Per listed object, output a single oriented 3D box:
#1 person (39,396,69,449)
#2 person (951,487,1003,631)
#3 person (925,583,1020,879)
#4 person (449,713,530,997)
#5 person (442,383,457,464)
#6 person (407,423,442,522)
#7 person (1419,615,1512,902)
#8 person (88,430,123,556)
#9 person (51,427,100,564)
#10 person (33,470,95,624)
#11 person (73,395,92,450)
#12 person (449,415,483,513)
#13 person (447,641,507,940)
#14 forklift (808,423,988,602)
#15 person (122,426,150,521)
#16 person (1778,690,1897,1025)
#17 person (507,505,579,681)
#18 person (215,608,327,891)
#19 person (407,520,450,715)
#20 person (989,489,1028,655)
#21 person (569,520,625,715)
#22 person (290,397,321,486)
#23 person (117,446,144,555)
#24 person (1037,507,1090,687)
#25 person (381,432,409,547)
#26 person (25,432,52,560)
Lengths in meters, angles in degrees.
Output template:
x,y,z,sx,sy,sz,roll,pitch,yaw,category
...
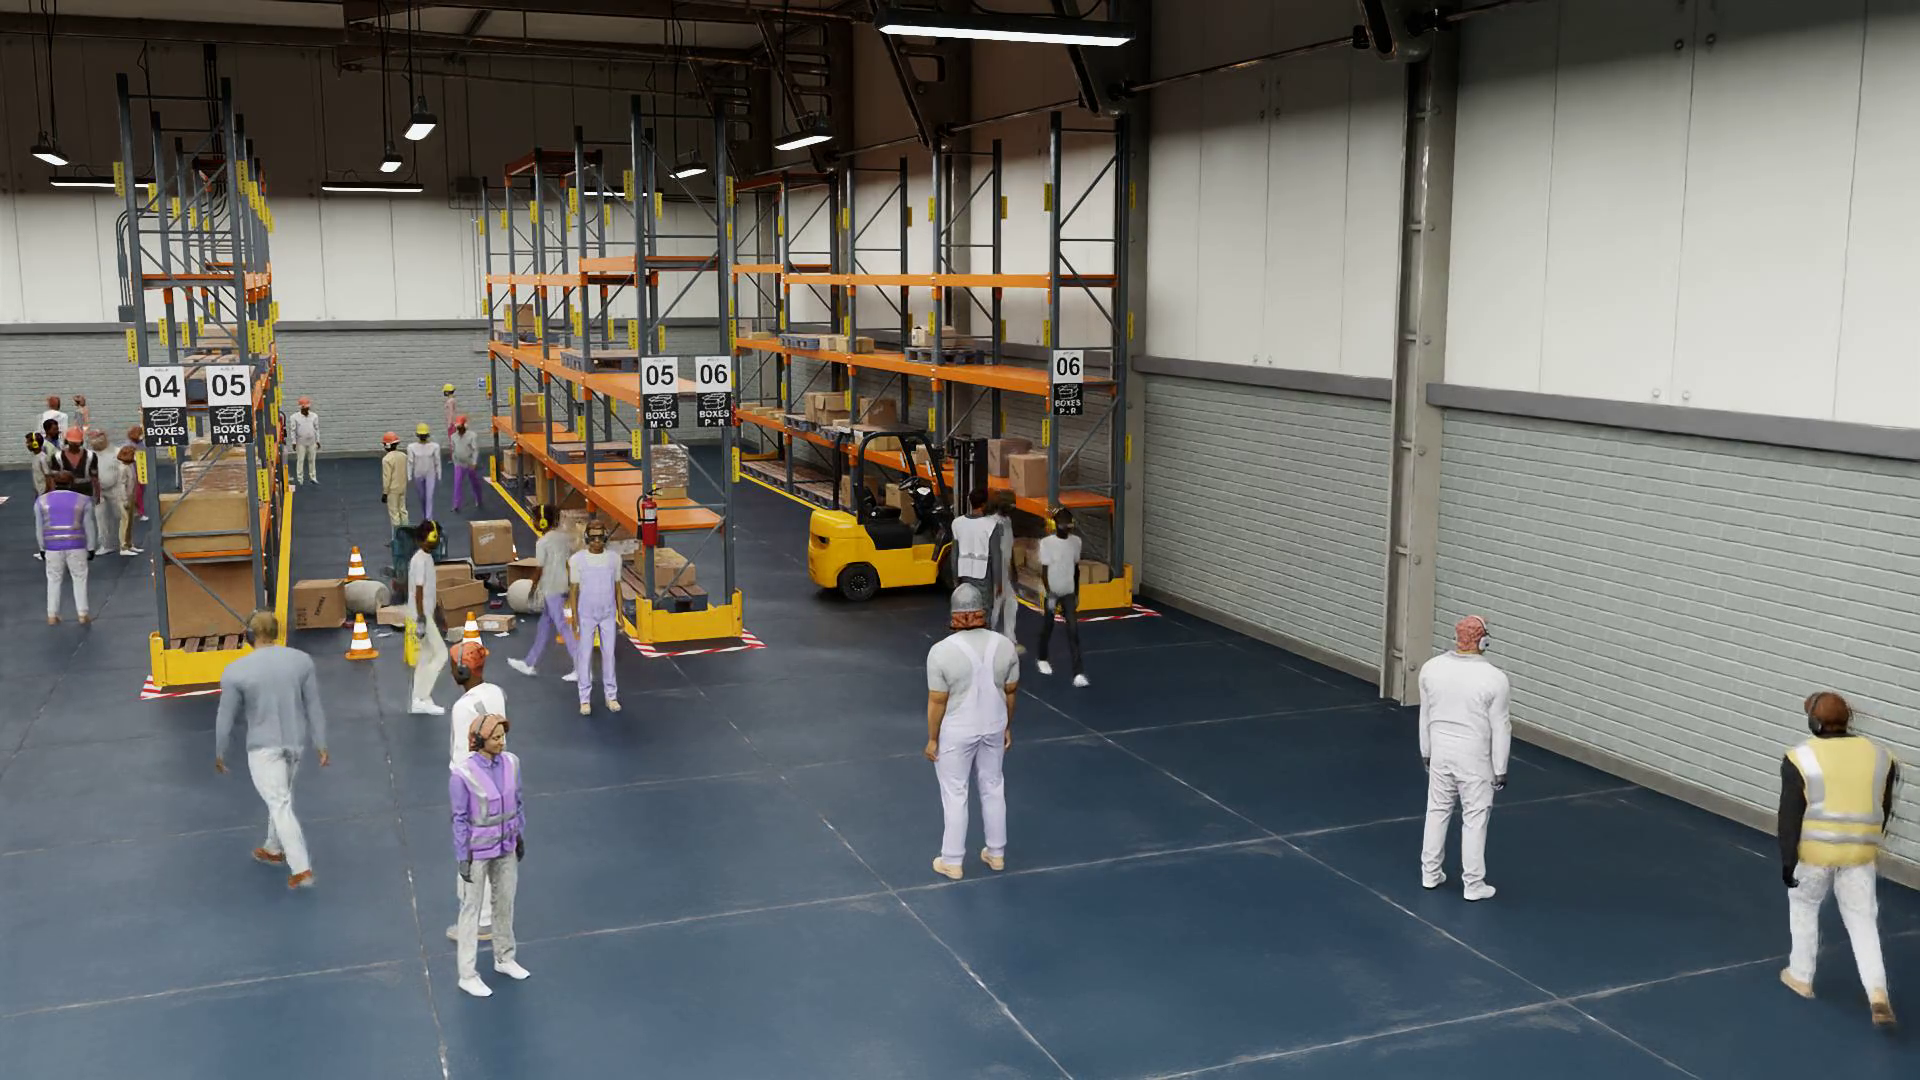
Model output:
x,y,z,sx,sy,sz,roll,pitch,yaw,category
-17.360,-1.822,31.775,0.558,1.843,0.938,3,9,16,person
0.181,0.396,17.537,0.596,1.918,0.380,6,11,32,person
0.038,1.295,11.494,0.688,2.000,0.536,-5,10,-27,person
-2.723,1.798,9.628,0.313,1.632,0.521,6,11,32,person
-11.222,-2.562,36.637,0.311,1.768,0.532,-2,9,-10,person
-8.798,-1.066,27.365,0.528,1.738,0.890,-1,9,-9,person
3.359,1.437,11.052,0.397,1.900,0.649,-9,12,-43,person
-12.742,-0.738,24.889,0.650,1.851,0.939,-1,9,-7,person
-12.845,-0.682,24.183,0.617,1.982,1.139,-4,10,-23,person
-10.627,0.085,19.787,0.623,1.832,0.431,-3,10,-20,person
-18.368,-2.211,34.820,0.310,1.642,0.514,-2,9,-10,person
-8.689,-1.358,29.246,0.567,1.713,0.887,2,9,11,person
-3.008,1.551,10.405,0.358,1.878,0.588,1,9,7,person
-0.830,-0.399,21.676,2.313,2.155,1.214,-4,10,-21,forklift
-13.994,-1.149,28.265,0.760,1.606,0.497,6,11,32,person
4.908,1.772,9.274,0.636,1.803,0.782,1,9,6,person
-4.221,0.543,16.910,0.964,1.819,0.511,2,9,11,person
-4.645,1.407,11.313,1.031,1.889,0.648,7,12,39,person
-5.028,0.732,15.696,0.445,1.835,0.556,-3,10,-18,person
0.528,0.350,18.135,0.710,1.817,0.551,3,10,20,person
-3.419,0.724,15.704,0.505,1.846,0.346,-4,10,-25,person
-12.882,-1.942,32.779,0.575,1.747,0.340,-8,12,-42,person
-12.322,-0.586,24.651,0.286,1.629,0.499,-2,9,-10,person
1.021,0.552,16.931,0.485,1.812,1.027,-3,9,-17,person
-8.652,-0.771,25.397,0.327,1.753,0.562,2,9,14,person
-13.386,-0.643,24.249,0.310,1.864,0.533,-7,11,-37,person
